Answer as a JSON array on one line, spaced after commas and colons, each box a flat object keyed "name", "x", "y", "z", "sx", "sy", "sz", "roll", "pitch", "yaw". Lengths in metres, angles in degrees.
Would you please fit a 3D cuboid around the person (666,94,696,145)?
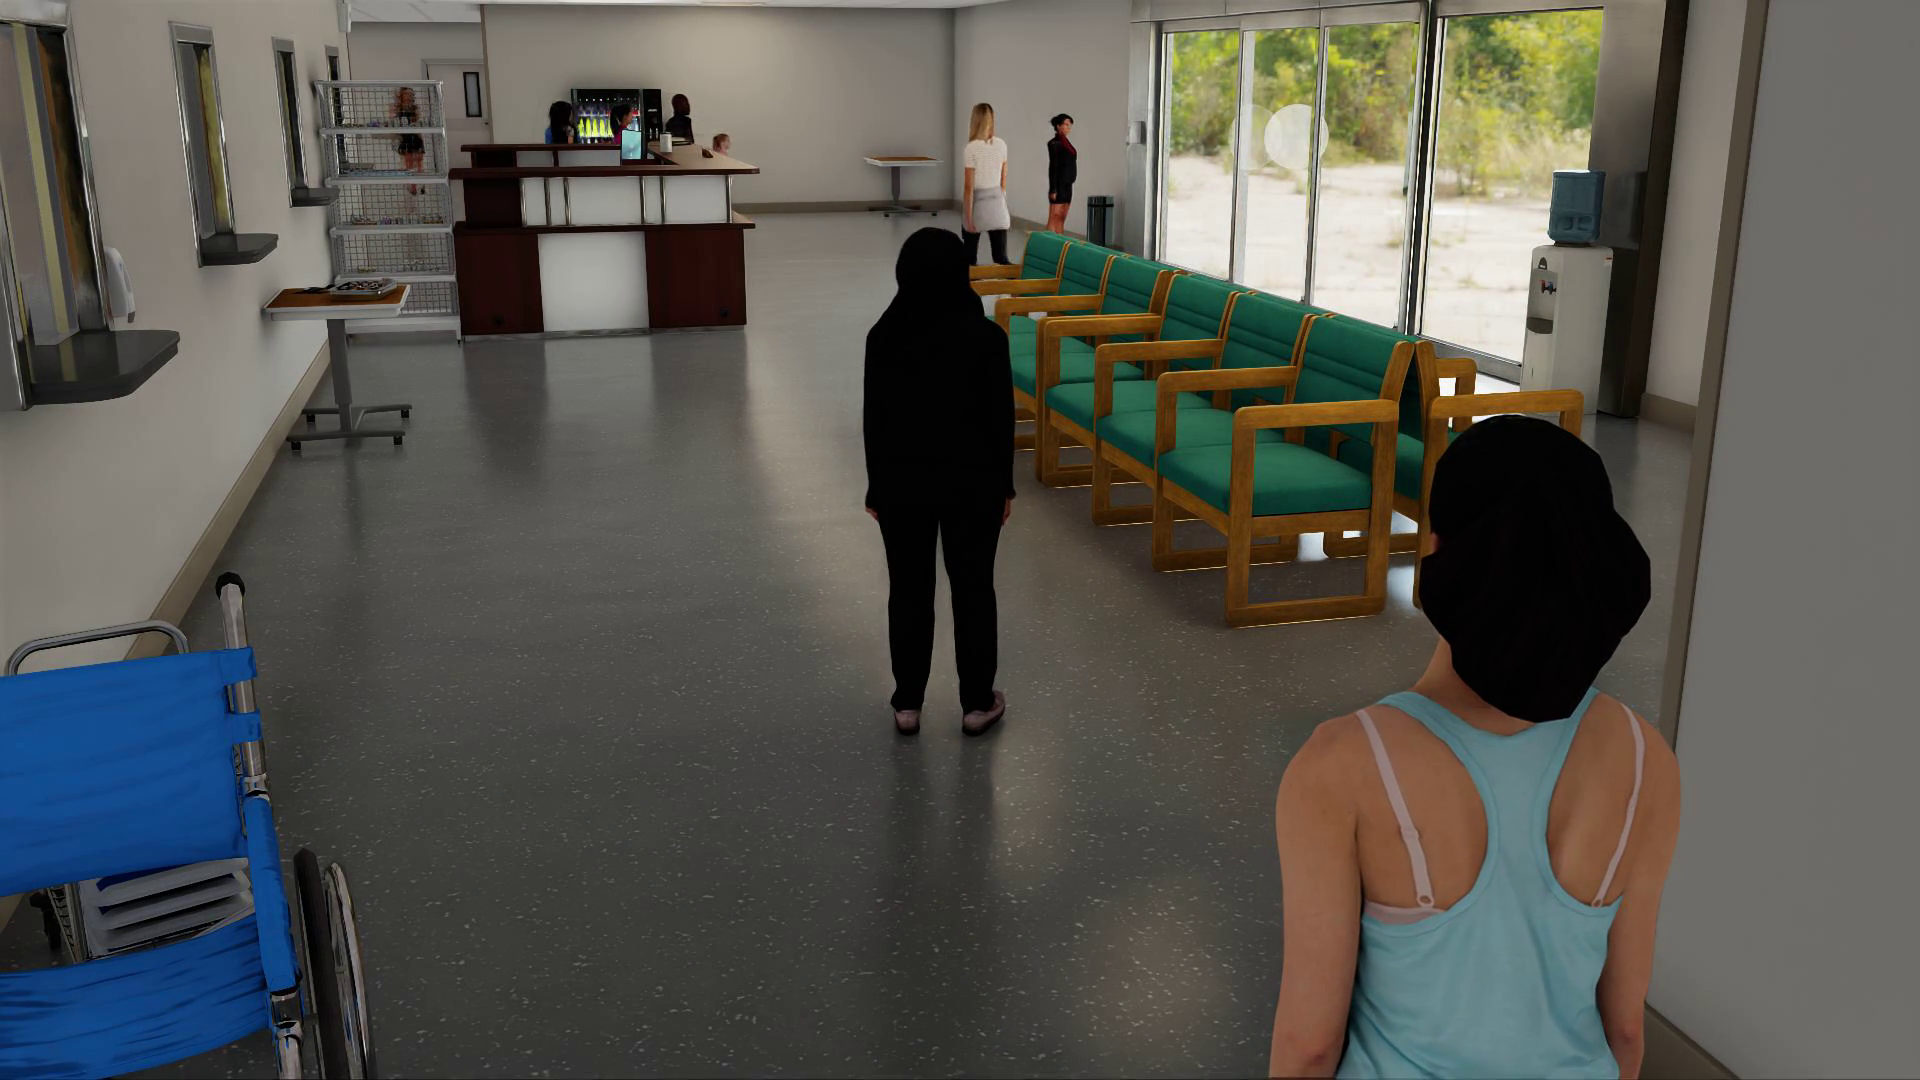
[{"name": "person", "x": -3.368, "y": -4.429, "z": 19.999, "sx": 0.616, "sy": 1.818, "sz": 0.699, "roll": -2, "pitch": 16, "yaw": -8}]

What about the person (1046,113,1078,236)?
[{"name": "person", "x": 1.081, "y": -3.775, "z": 18.007, "sx": 0.729, "sy": 1.639, "sz": 0.673, "roll": 8, "pitch": 18, "yaw": 26}]

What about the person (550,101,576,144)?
[{"name": "person", "x": -4.844, "y": -4.405, "z": 20.092, "sx": 0.892, "sy": 1.720, "sz": 0.945, "roll": 8, "pitch": 18, "yaw": 27}]

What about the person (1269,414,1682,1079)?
[{"name": "person", "x": 0.527, "y": 0.728, "z": 1.801, "sx": 0.576, "sy": 1.766, "sz": 0.684, "roll": -1, "pitch": 16, "yaw": -4}]

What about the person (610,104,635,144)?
[{"name": "person", "x": -4.199, "y": -4.449, "z": 20.320, "sx": 0.693, "sy": 1.682, "sz": 0.672, "roll": -7, "pitch": 17, "yaw": -23}]

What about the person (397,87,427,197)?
[{"name": "person", "x": -9.229, "y": -6.651, "z": 27.916, "sx": 1.040, "sy": 1.797, "sz": 0.740, "roll": -7, "pitch": 17, "yaw": -23}]

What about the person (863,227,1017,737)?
[{"name": "person", "x": -0.067, "y": -0.173, "z": 5.281, "sx": 0.692, "sy": 1.612, "sz": 0.799, "roll": 2, "pitch": 16, "yaw": 7}]

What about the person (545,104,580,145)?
[{"name": "person", "x": -4.720, "y": -4.370, "z": 20.023, "sx": 0.907, "sy": 1.692, "sz": 0.924, "roll": -14, "pitch": 21, "yaw": -40}]

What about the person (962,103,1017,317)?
[{"name": "person", "x": 0.276, "y": -2.697, "z": 13.907, "sx": 1.140, "sy": 1.789, "sz": 0.796, "roll": -7, "pitch": 17, "yaw": -24}]
